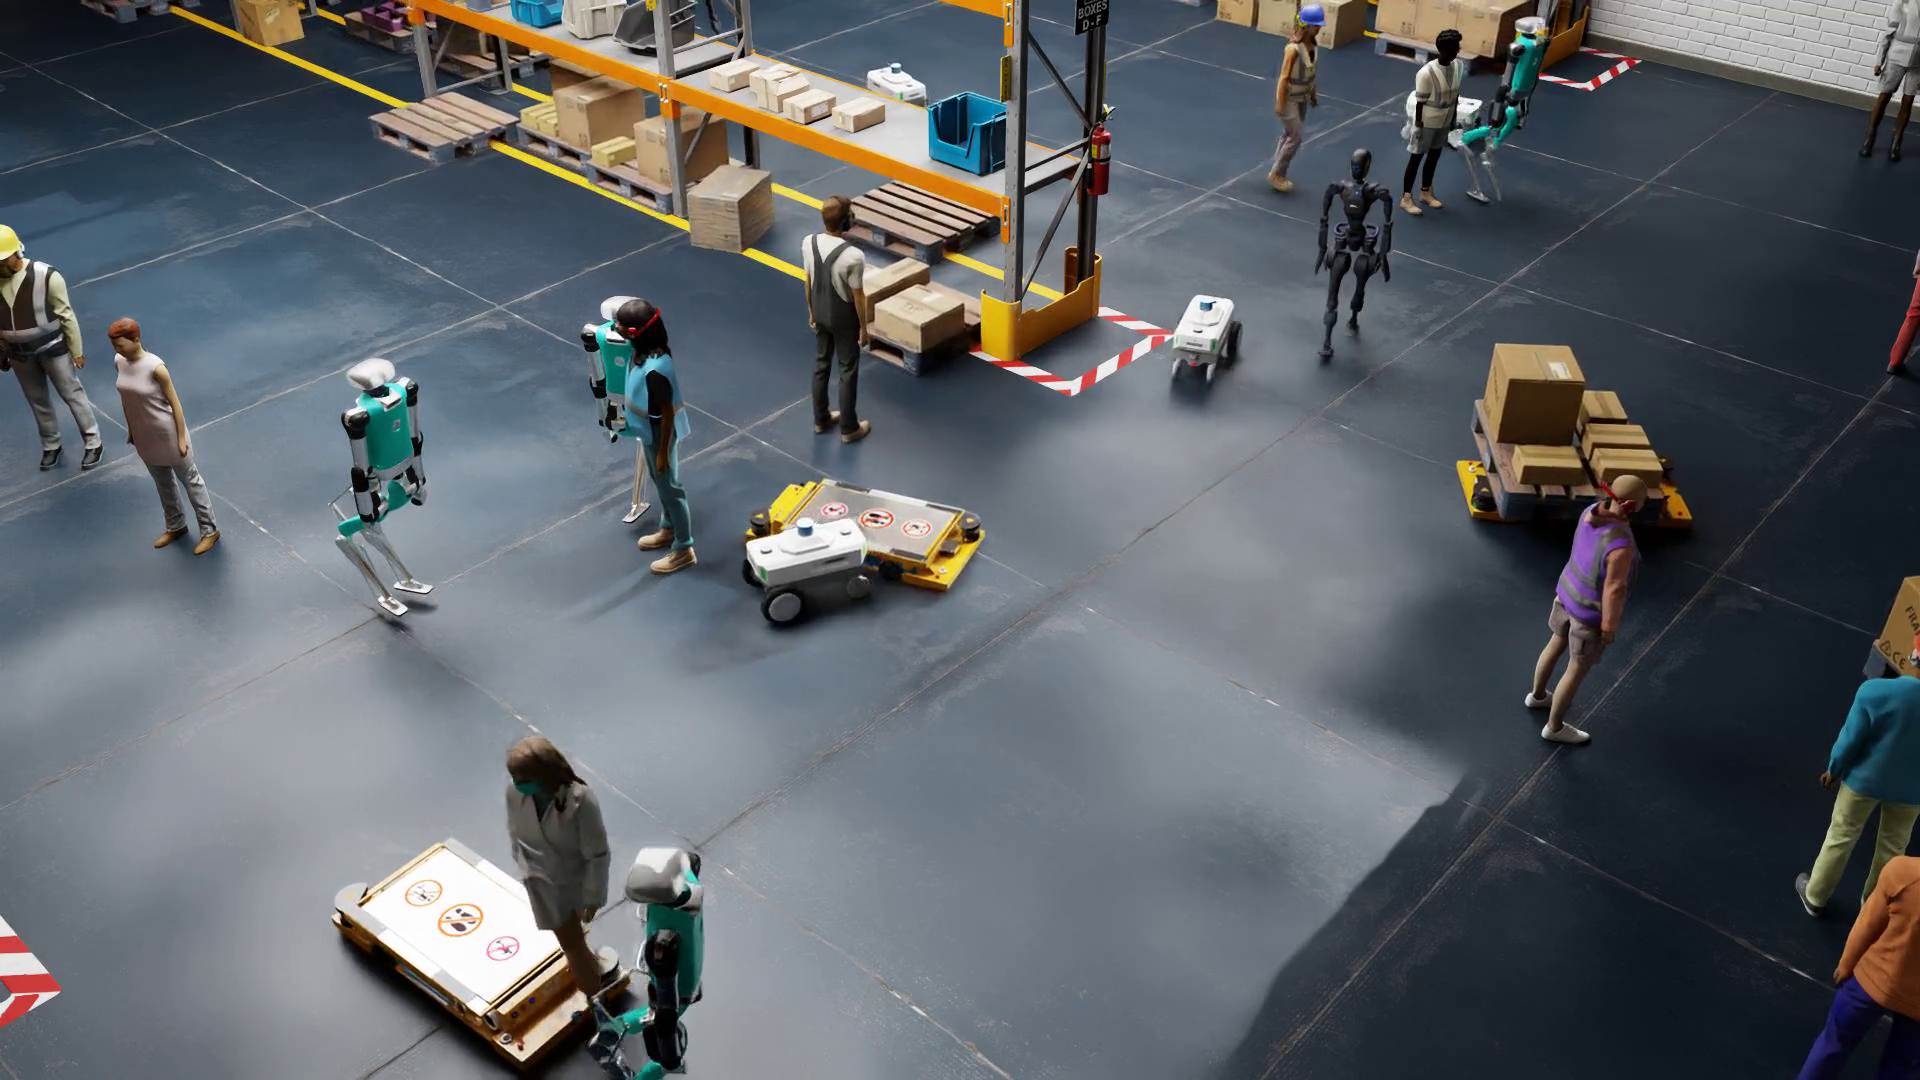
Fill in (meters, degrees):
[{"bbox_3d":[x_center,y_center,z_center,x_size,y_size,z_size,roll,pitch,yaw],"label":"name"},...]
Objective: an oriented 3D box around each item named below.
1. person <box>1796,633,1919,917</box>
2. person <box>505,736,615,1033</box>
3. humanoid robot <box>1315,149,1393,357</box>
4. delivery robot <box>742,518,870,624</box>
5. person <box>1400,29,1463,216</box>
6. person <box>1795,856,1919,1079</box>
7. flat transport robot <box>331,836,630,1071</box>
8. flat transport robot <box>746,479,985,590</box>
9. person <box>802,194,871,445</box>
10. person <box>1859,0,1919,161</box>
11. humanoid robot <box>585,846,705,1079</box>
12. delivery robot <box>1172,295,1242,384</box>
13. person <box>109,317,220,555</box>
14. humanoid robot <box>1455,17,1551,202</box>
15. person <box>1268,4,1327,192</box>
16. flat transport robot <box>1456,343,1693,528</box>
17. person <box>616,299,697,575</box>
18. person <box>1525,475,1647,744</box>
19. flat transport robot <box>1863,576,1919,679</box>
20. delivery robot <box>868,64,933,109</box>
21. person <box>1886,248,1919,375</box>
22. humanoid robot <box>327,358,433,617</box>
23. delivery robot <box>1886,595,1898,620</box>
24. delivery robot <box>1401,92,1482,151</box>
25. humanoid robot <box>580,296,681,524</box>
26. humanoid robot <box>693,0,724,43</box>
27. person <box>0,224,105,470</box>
[{"bbox_3d":[4.416,1.105,7.904,0.571,1.746,0.345,10,36,14],"label":"person"},{"bbox_3d":[-1.787,1.475,7.487,0.447,1.597,0.809,-7,35,-10],"label":"person"},{"bbox_3d":[3.048,-2.221,12.833,0.598,1.629,0.788,12,36,17],"label":"humanoid robot"},{"bbox_3d":[-0.963,0.136,10.353,0.773,0.586,0.499,-13,37,-19],"label":"delivery robot"},{"bbox_3d":[4.281,-3.784,15.037,0.532,1.693,0.320,-20,39,-26],"label":"person"},{"bbox_3d":[3.834,1.791,6.725,0.515,1.972,0.404,20,39,26],"label":"person"},{"bbox_3d":[-2.325,1.938,8.003,1.431,0.231,0.659,24,41,30],"label":"flat transport robot"},{"bbox_3d":[-0.619,-0.061,10.898,1.431,0.231,0.659,13,37,18],"label":"flat transport robot"},{"bbox_3d":[-0.857,-1.539,11.668,0.507,1.837,0.332,19,39,26],"label":"person"},{"bbox_3d":[9.154,-4.631,16.068,0.547,1.924,0.387,13,37,18],"label":"person"},{"bbox_3d":[-1.338,1.931,6.739,0.774,1.797,0.581,1,35,1],"label":"humanoid robot"},{"bbox_3d":[1.890,-1.595,12.883,0.499,0.610,0.814,11,36,16],"label":"delivery robot"},{"bbox_3d":[-5.080,-0.658,10.540,0.445,1.658,0.285,11,36,15],"label":"person"},{"bbox_3d":[4.870,-3.901,15.224,0.552,1.850,0.726,-26,42,-32],"label":"humanoid robot"},{"bbox_3d":[3.104,-4.073,15.381,0.447,1.762,0.522,27,43,34],"label":"person"},{"bbox_3d":[4.170,-0.359,11.330,1.431,0.231,0.659,3,35,4],"label":"flat transport robot"},{"bbox_3d":[-1.876,-0.647,10.341,0.385,1.866,0.525,-12,36,-17],"label":"person"},{"bbox_3d":[3.416,0.364,9.037,0.354,1.685,0.486,-2,35,-3],"label":"person"},{"bbox_3d":[5.814,1.115,9.195,1.431,0.231,0.659,-6,35,-8],"label":"flat transport robot"},{"bbox_3d":[-0.655,-4.649,17.268,0.499,0.565,0.745,-21,40,-27],"label":"delivery robot"},{"bbox_3d":[7.388,-1.999,12.397,0.515,1.757,0.332,25,42,32],"label":"person"},{"bbox_3d":[-3.529,-0.352,9.910,0.735,1.677,0.533,16,38,22],"label":"humanoid robot"},{"bbox_3d":[5.927,0.487,9.870,0.786,0.614,0.524,10,36,14],"label":"delivery robot"},{"bbox_3d":[4.881,-4.268,16.758,0.812,0.614,0.499,14,37,20],"label":"delivery robot"},{"bbox_3d":[-2.014,-0.888,10.687,0.533,1.677,0.735,7,35,9],"label":"humanoid robot"},{"bbox_3d":[-2.943,-6.322,18.764,0.600,1.624,0.774,-29,44,-35],"label":"humanoid robot"},{"bbox_3d":[-6.295,-1.312,11.348,0.594,1.824,0.403,-1,35,-2],"label":"person"}]
